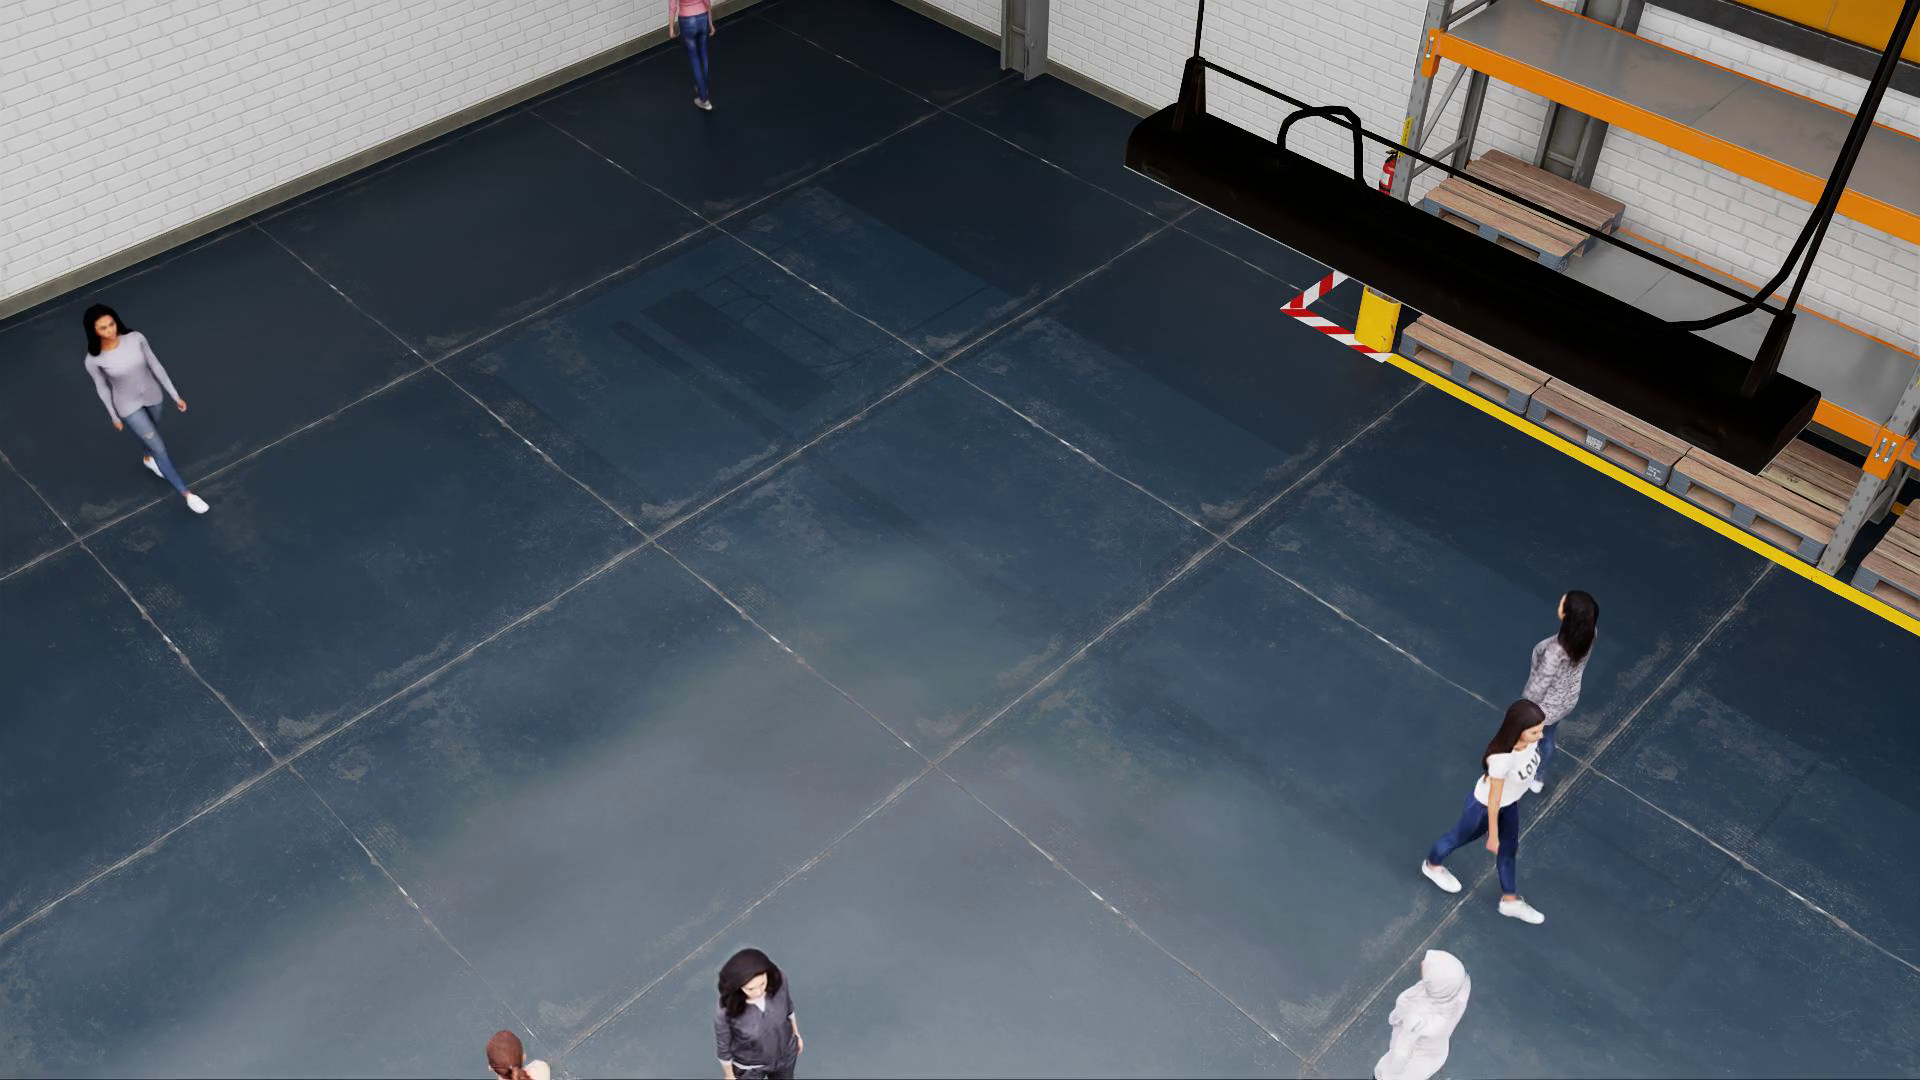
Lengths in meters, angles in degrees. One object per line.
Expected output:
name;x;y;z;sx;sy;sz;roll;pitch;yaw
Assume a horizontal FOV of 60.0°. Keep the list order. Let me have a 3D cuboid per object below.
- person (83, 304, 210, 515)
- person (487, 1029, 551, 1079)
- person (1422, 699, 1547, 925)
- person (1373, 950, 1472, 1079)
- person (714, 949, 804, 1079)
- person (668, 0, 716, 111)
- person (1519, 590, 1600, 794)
person;-6.048;-1.027;12.183;1.195;1.686;0.740;27;50;26
person;-1.954;2.973;7.979;1.232;1.693;0.791;21;47;20
person;2.950;1.473;9.517;0.964;1.744;0.625;33;53;30
person;2.332;2.628;8.293;0.724;1.760;0.991;-27;50;-25
person;-1.002;2.564;8.357;0.624;1.763;0.547;-28;50;-26
person;-2.601;-5.062;16.380;0.649;1.738;0.734;-28;50;-26
person;3.561;0.968;10.056;0.650;1.731;0.578;-26;50;-25
